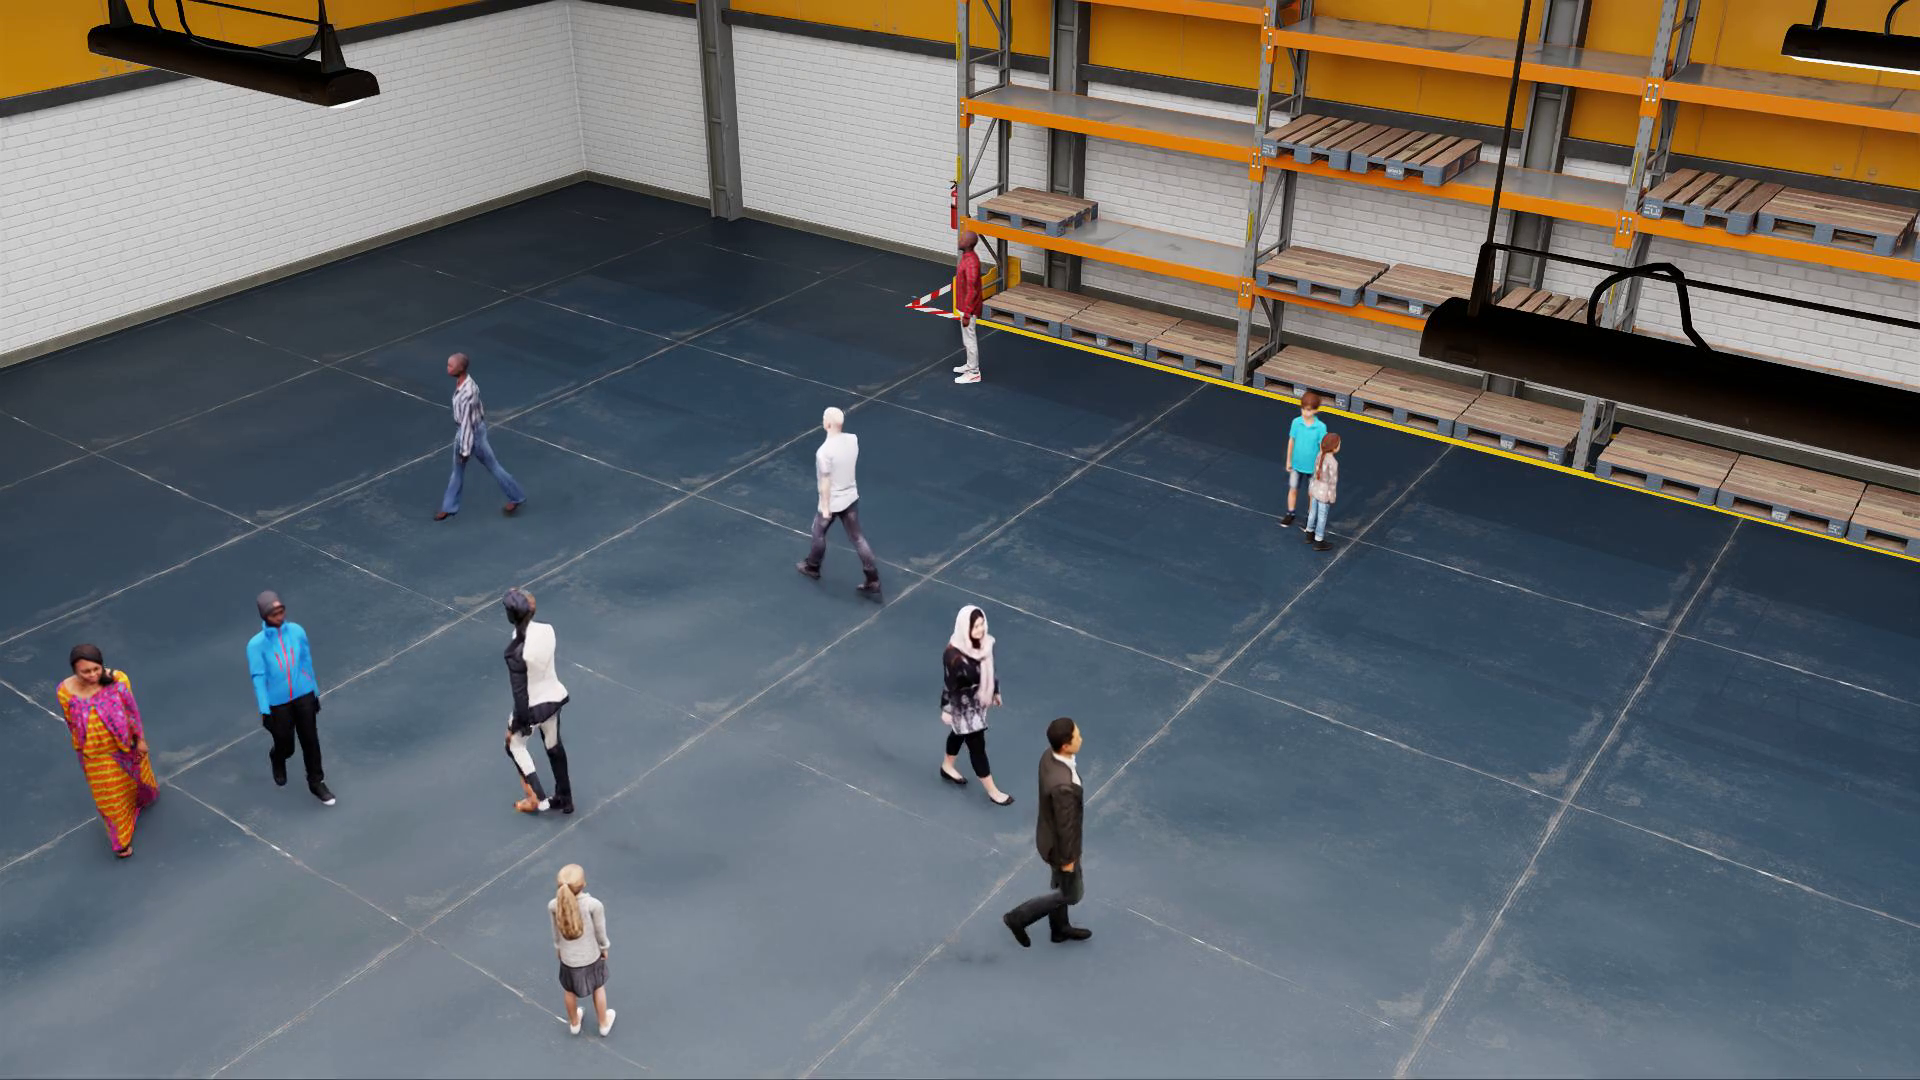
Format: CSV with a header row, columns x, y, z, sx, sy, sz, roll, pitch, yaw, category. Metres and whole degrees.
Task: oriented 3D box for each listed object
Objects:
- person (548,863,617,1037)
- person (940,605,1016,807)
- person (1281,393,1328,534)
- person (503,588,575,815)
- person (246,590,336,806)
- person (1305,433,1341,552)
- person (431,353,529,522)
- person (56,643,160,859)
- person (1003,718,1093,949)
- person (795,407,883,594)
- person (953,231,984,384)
x,y,z,sx,sy,sz,roll,pitch,yaw,category
-2.355,2.539,10.307,0.582,1.274,0.654,1,29,1,person
-0.008,1.176,12.457,0.973,1.608,0.666,21,35,33,person
3.381,-0.770,16.196,0.436,1.445,0.588,15,32,26,person
-3.005,1.222,12.097,0.684,1.873,0.713,15,32,25,person
-5.016,1.152,12.318,0.888,1.784,0.690,24,37,37,person
3.469,-0.475,15.917,0.606,1.193,0.522,-11,30,-19,person
-4.665,-0.977,16.270,1.104,1.738,1.217,-13,31,-22,person
-6.122,1.398,11.983,0.929,1.673,1.157,-13,31,-22,person
0.572,1.951,10.845,1.020,1.792,0.951,-2,29,-4,person
-1.029,-0.309,14.989,1.232,1.792,0.733,21,35,34,person
0.111,-2.742,19.420,0.772,1.820,0.752,0,29,1,person
